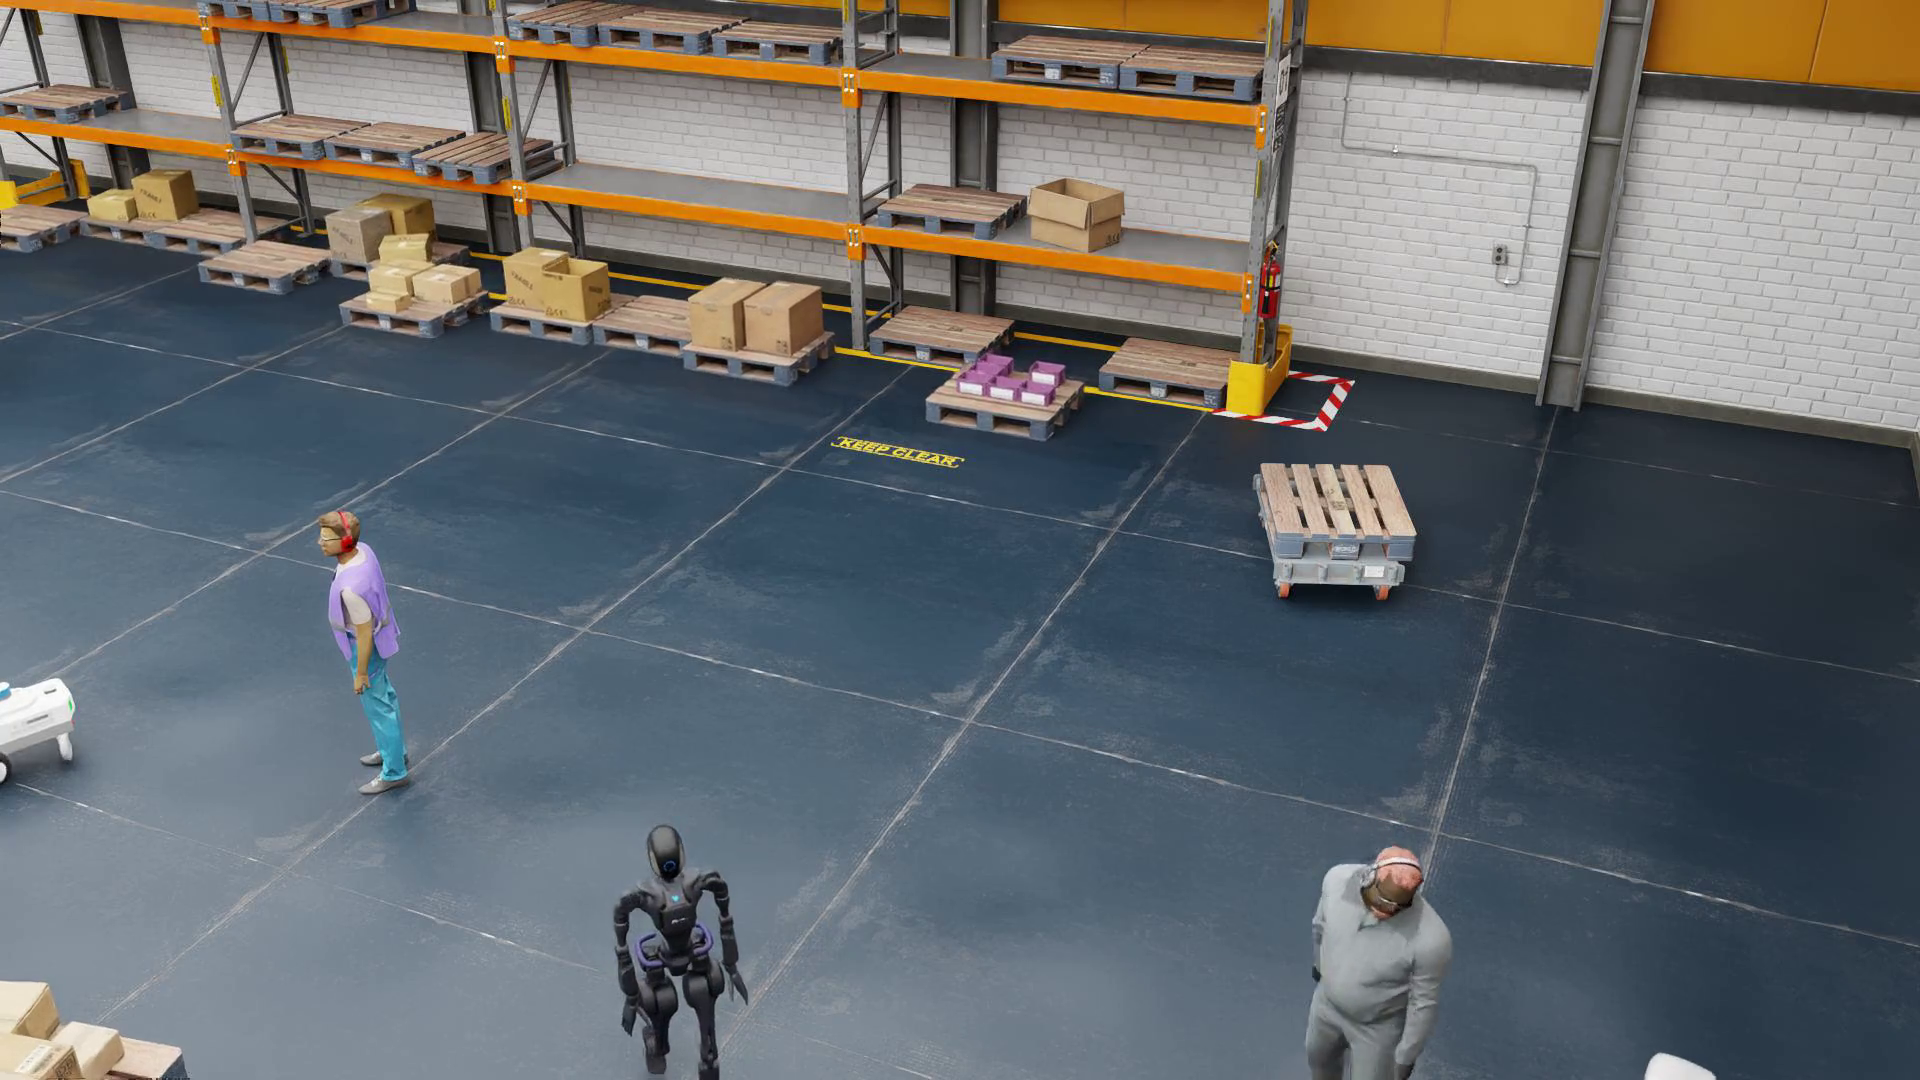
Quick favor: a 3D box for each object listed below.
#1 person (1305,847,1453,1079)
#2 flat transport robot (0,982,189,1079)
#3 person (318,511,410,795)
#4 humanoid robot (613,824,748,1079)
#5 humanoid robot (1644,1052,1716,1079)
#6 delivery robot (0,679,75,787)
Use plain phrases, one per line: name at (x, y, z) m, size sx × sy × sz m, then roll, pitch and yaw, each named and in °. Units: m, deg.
person at (1.746, 2.022, 7.269) m, size 0.464 × 1.870 × 0.752 m, roll -20°, pitch 33°, yaw -33°
flat transport robot at (-4.279, 2.806, 7.491) m, size 0.659 × 0.231 × 1.431 m, roll 6°, pitch 28°, yaw 12°
person at (-3.540, 0.655, 9.936) m, size 0.381 × 1.849 × 0.569 m, roll -7°, pitch 28°, yaw -13°
humanoid robot at (-1.300, 1.951, 7.634) m, size 0.583 × 1.641 × 0.635 m, roll -12°, pitch 30°, yaw -22°
humanoid robot at (2.413, 2.760, 6.002) m, size 0.533 × 1.793 × 0.774 m, roll 11°, pitch 29°, yaw 21°
delivery robot at (-5.930, 1.183, 10.340) m, size 0.779 × 0.608 × 0.507 m, roll -22°, pitch 35°, yaw -37°
